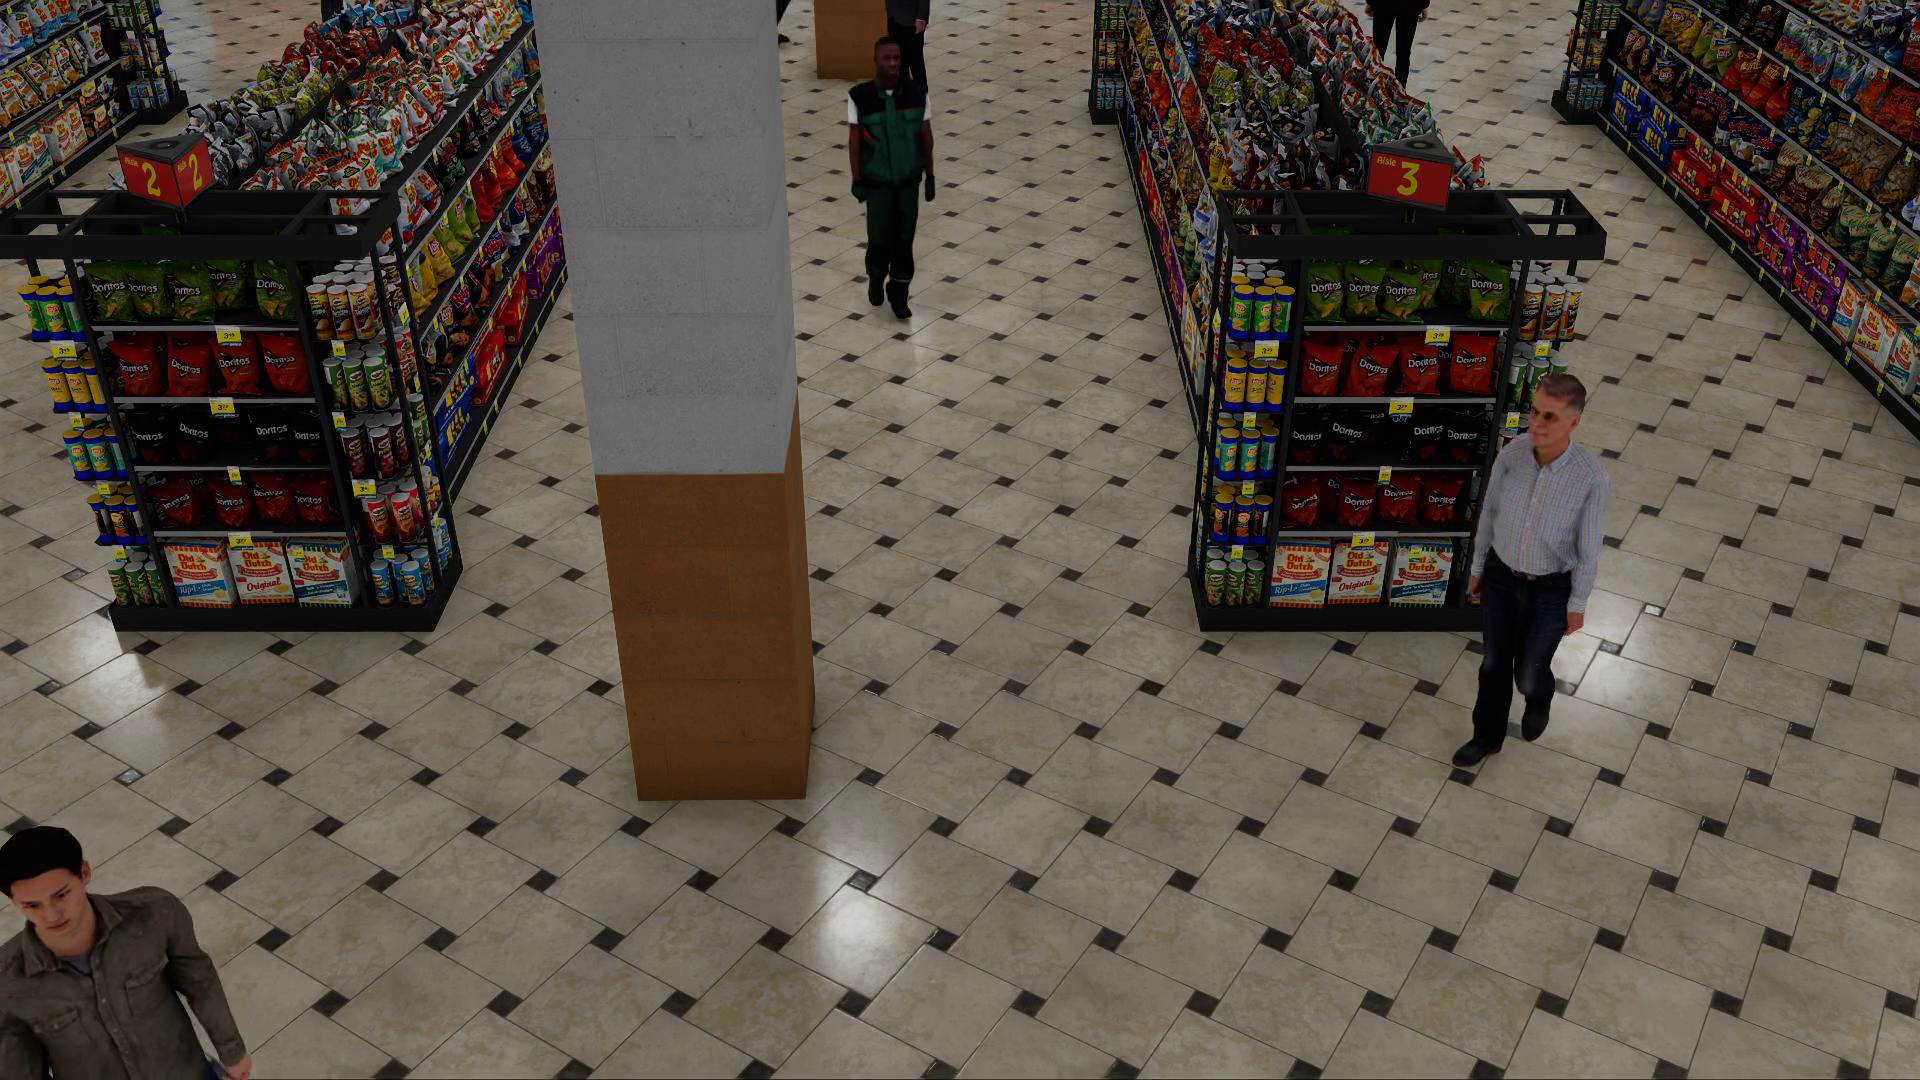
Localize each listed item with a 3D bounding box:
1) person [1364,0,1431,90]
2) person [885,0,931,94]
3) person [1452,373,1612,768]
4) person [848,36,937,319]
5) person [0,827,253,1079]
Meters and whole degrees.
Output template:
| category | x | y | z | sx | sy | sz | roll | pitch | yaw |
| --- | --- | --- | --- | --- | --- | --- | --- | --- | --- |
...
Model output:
| category | x | y | z | sx | sy | sz | roll | pitch | yaw |
| --- | --- | --- | --- | --- | --- | --- | --- | --- | --- |
| person | 3.744 | -4.614 | 14.248 | 0.772 | 1.891 | 0.724 | 11 | 34 | 17 |
| person | -0.461 | -4.471 | 14.066 | 0.874 | 1.841 | 0.769 | -21 | 38 | -30 |
| person | 2.343 | 0.130 | 6.701 | 0.938 | 1.811 | 0.878 | -28 | 41 | -37 |
| person | -0.453 | -2.318 | 10.621 | 0.782 | 1.825 | 0.800 | -9 | 33 | -14 |
| person | -2.245 | 1.459 | 4.530 | 0.850 | 1.848 | 0.885 | -22 | 38 | -31 |
